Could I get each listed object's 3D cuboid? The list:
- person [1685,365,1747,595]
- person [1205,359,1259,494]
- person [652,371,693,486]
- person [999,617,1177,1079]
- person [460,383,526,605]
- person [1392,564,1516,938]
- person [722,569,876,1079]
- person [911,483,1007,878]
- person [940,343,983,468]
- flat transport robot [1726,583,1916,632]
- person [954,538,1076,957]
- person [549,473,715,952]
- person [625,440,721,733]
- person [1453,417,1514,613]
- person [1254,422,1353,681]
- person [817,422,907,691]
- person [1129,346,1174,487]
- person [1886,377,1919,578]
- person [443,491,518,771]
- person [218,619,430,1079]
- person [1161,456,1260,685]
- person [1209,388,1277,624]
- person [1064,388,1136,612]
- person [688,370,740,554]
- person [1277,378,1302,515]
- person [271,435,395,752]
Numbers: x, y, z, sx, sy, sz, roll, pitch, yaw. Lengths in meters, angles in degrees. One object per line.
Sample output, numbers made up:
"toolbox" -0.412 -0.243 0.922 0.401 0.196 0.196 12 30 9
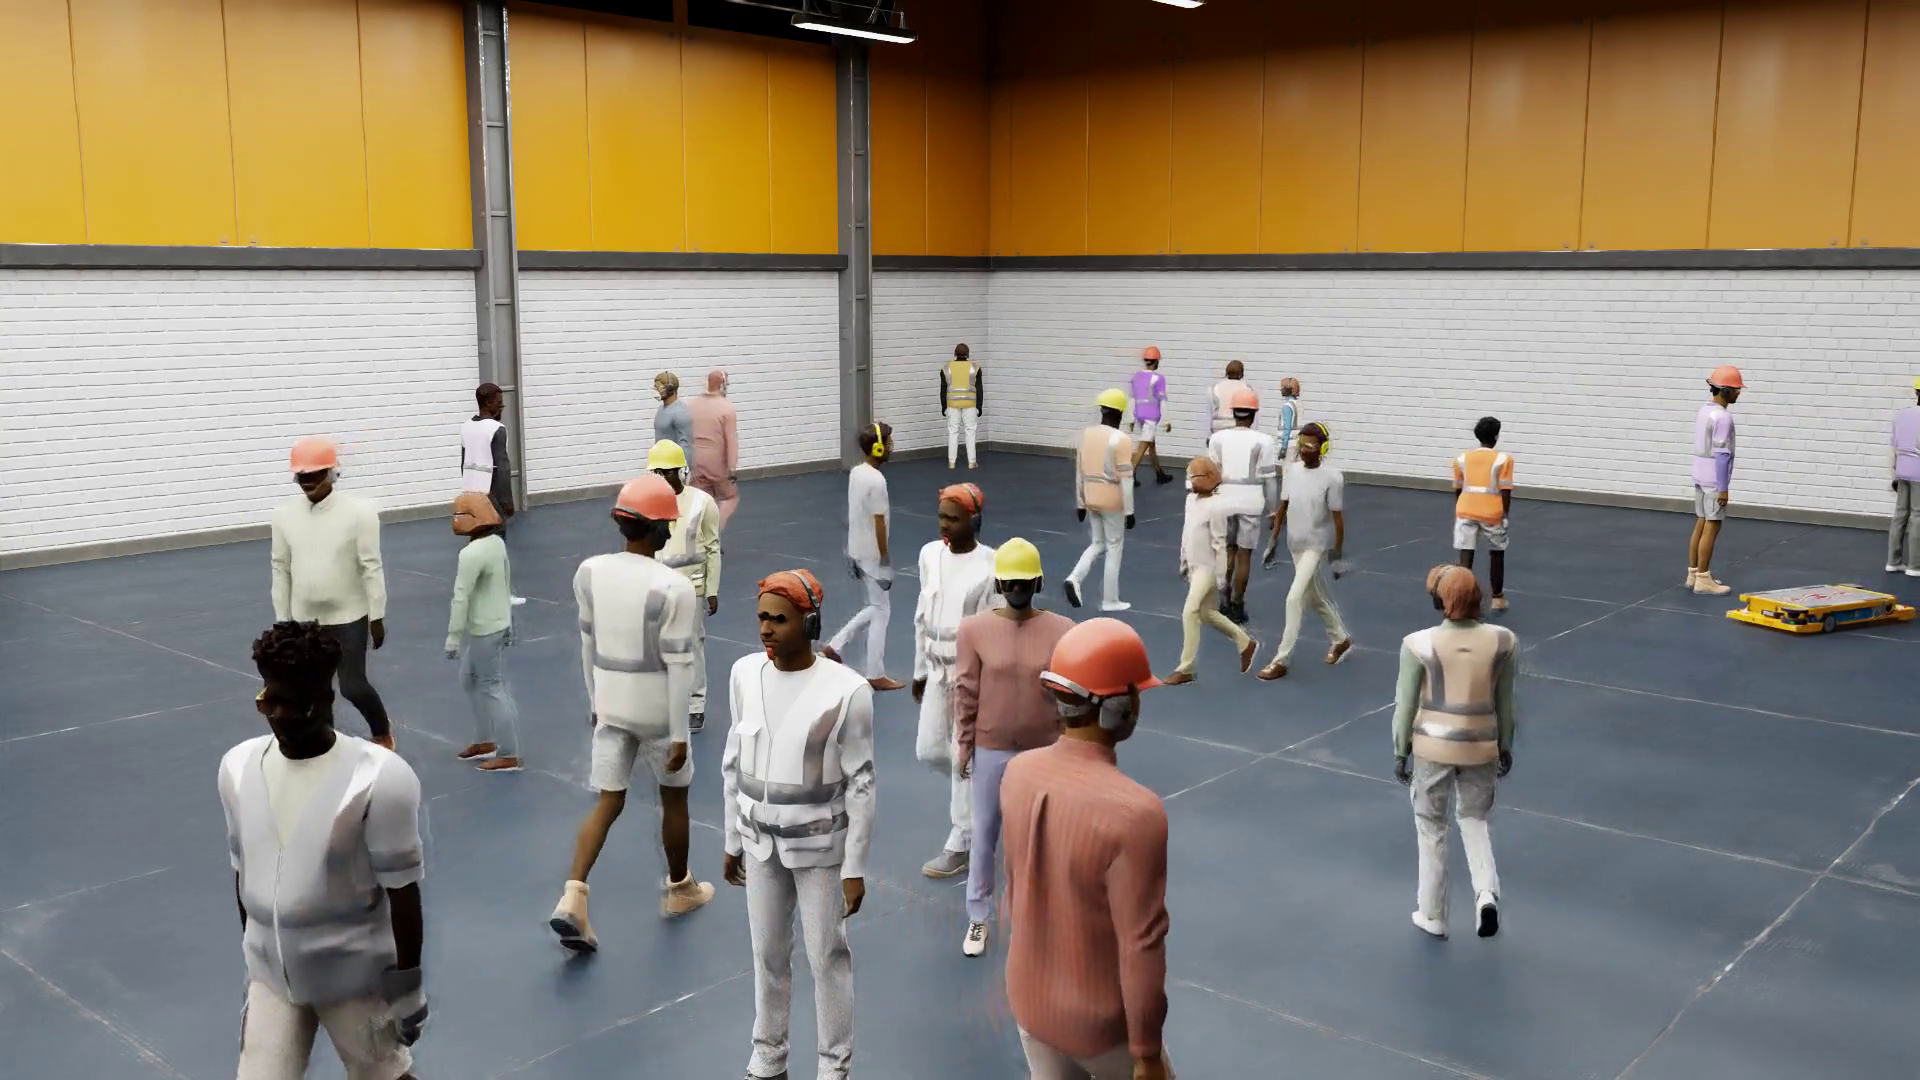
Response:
"person" 6.748 -0.533 14.824 0.393 2.037 0.606 1 9 8
"person" 3.244 -1.236 19.867 0.645 1.832 0.499 3 10 18
"person" -2.709 -0.627 15.712 0.366 1.938 0.630 -5 10 -28
"person" 0.341 1.176 4.253 0.437 1.979 0.647 -6 11 -34
"person" -4.053 -0.384 14.269 0.587 1.915 0.398 8 12 40
"person" 2.098 0.914 7.016 0.533 1.621 0.429 -1 9 -4
"person" -0.551 1.029 5.506 0.572 1.880 0.356 5 10 29
"person" 0.039 0.646 7.938 0.588 1.870 0.601 -9 13 -44
"person" 0.028 -1.963 24.406 0.634 1.842 0.429 1 9 4
"flat transport robot" 7.035 0.545 13.572 1.431 0.197 0.652 -4 10 -25
"person" 0.238 0.861 6.914 0.521 1.768 0.331 0 9 -2
"person" -1.395 0.724 7.038 0.624 2.015 0.923 4 10 23
"person" -1.786 0.289 10.294 0.600 1.830 0.404 1 9 8
"person" 4.364 -0.194 13.849 0.535 1.652 0.747 7 11 35
"person" 2.495 0.054 11.820 0.989 1.827 0.527 -6 11 -32
"person" -0.647 0.126 11.284 0.488 1.854 0.522 -3 10 -20
"person" 2.542 -1.658 22.383 1.017 1.889 0.556 -7 12 -39
"person" 9.018 -0.610 15.644 0.380 1.924 0.594 -2 9 -11
"person" -2.782 0.528 9.484 0.558 1.615 0.503 0 9 3
"person" -1.729 1.139 4.650 0.604 1.940 0.903 2 9 12
"person" 1.751 0.204 11.537 0.726 1.604 0.520 -3 9 -16
"person" 2.297 -0.272 13.543 0.556 1.916 0.422 5 10 29
"person" 1.174 -0.317 13.885 0.575 1.903 0.601 -8 12 -41
"person" -2.471 -0.769 16.766 0.688 1.885 0.419 6 11 32
"person" 3.891 -1.092 19.620 0.320 1.633 0.537 4 10 23
"person" -3.455 0.396 9.174 0.632 1.979 0.587 1 9 4
